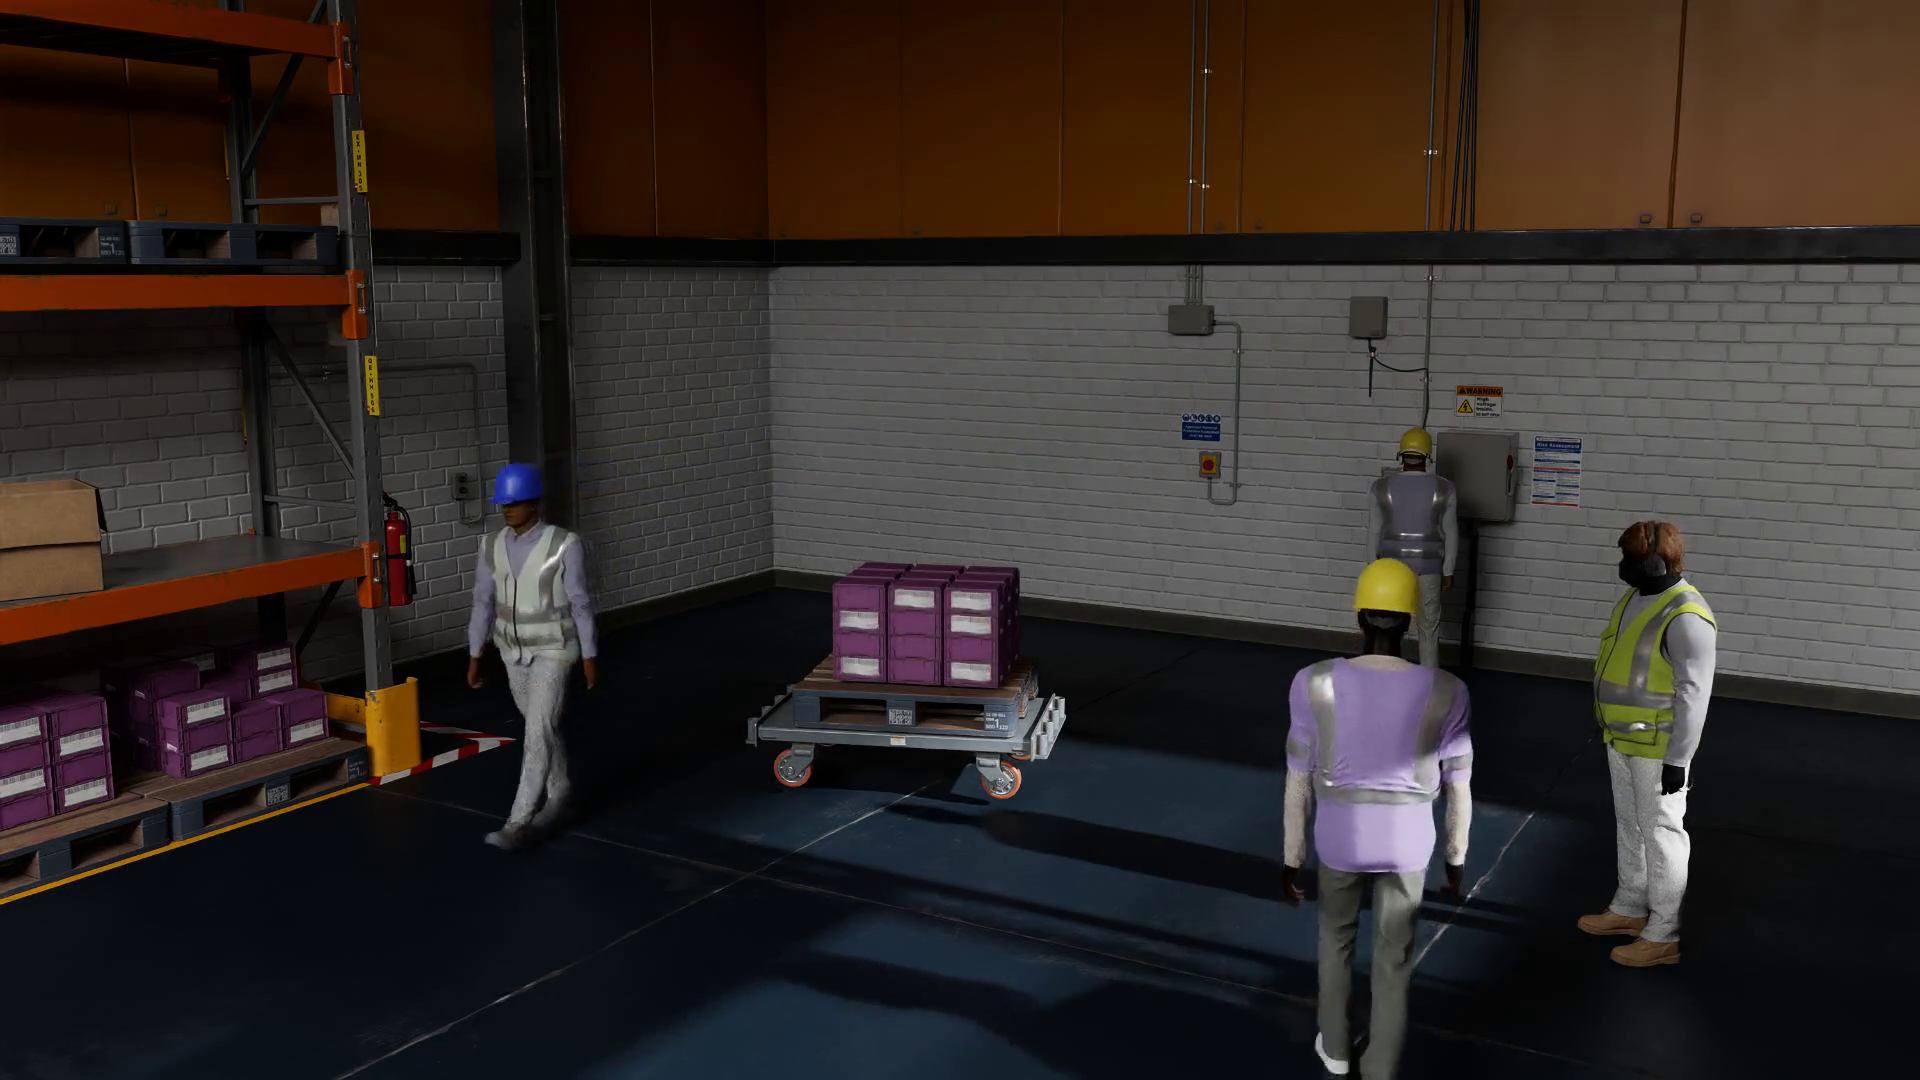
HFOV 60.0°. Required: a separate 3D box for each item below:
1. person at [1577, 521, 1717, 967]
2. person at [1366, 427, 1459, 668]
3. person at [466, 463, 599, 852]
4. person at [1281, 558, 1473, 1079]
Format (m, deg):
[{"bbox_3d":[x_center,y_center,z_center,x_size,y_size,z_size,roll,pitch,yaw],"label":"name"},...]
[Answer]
[{"bbox_3d":[2.831,0.830,6.874,0.429,1.837,0.633,0,9,-1],"label":"person"},{"bbox_3d":[2.998,0.165,11.040,0.586,1.833,0.403,3,9,16],"label":"person"},{"bbox_3d":[-2.188,0.576,8.246,0.657,1.900,0.962,4,10,23],"label":"person"},{"bbox_3d":[1.410,0.994,5.653,0.609,1.897,0.791,2,9,14],"label":"person"}]
